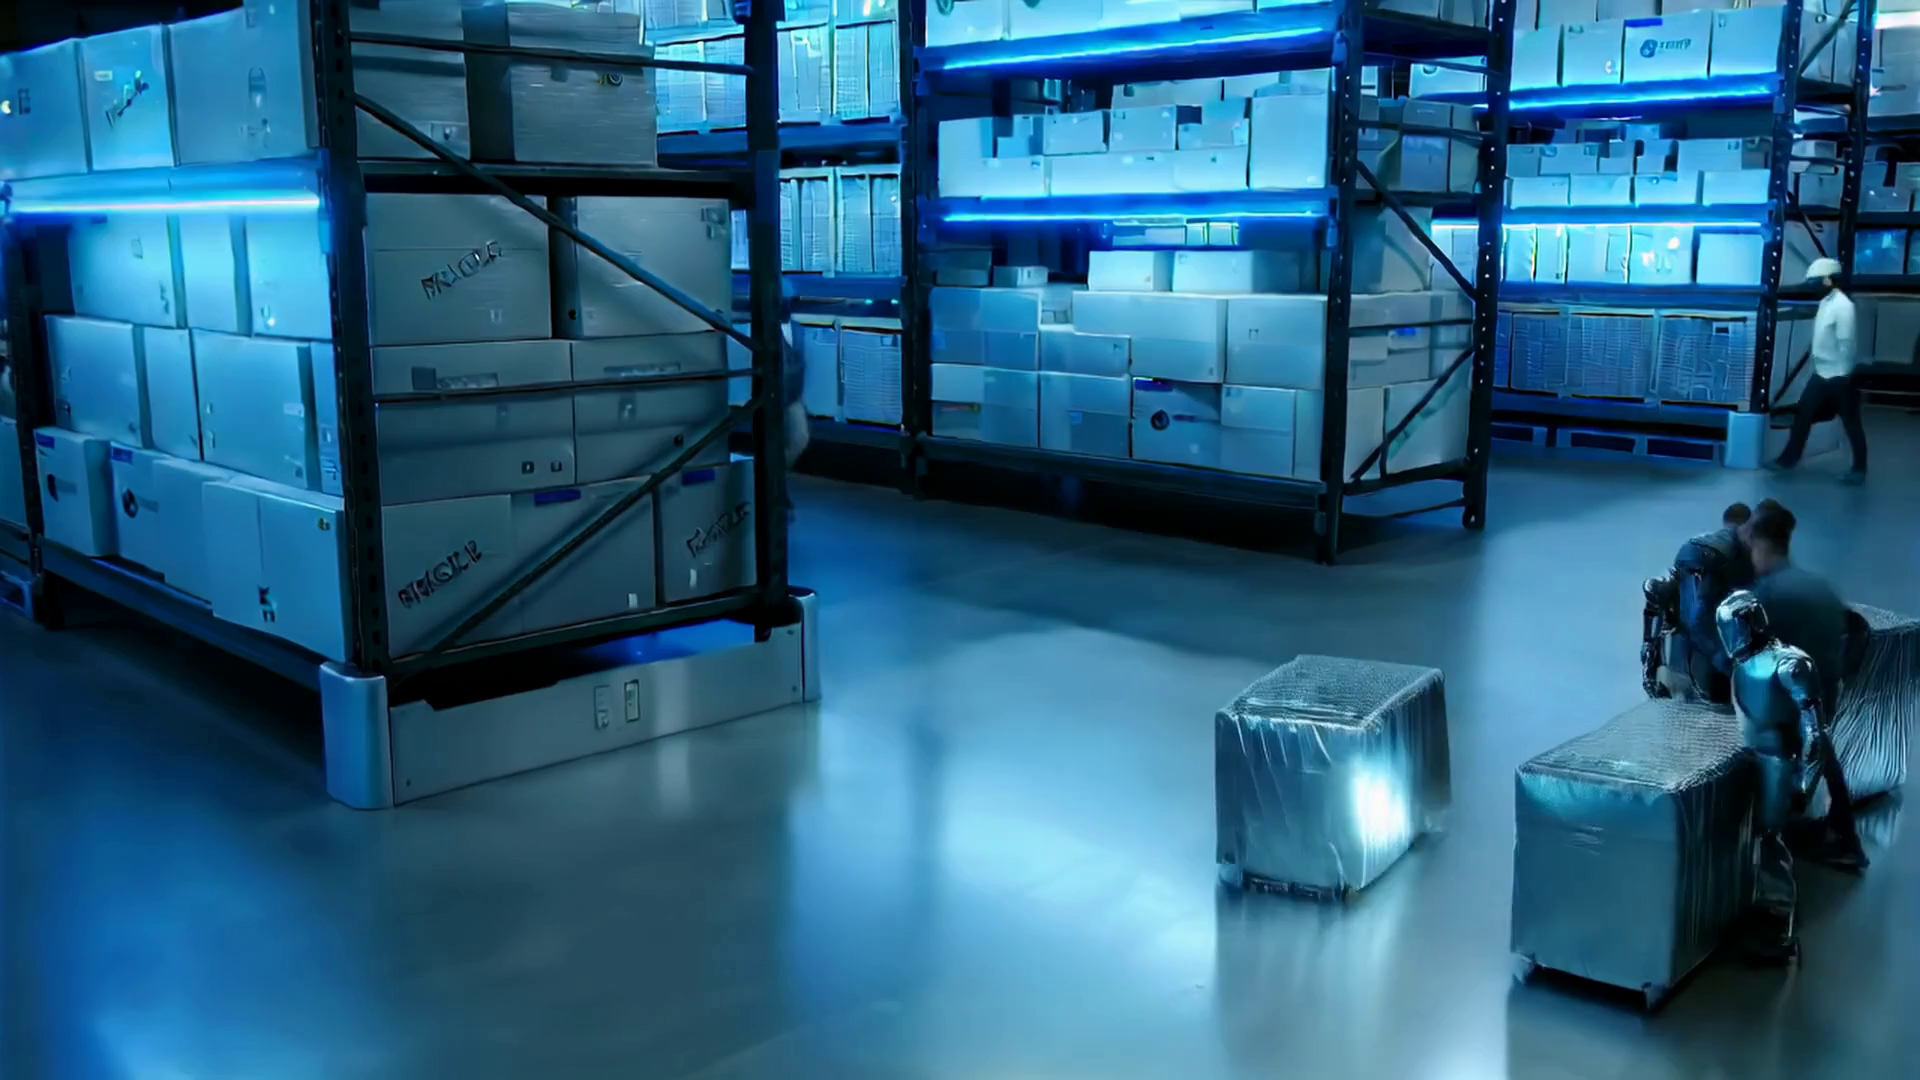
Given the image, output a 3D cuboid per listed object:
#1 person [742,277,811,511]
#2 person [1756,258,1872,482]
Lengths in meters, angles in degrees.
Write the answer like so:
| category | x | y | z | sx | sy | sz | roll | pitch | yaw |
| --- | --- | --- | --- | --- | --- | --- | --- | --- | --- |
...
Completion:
| category | x | y | z | sx | sy | sz | roll | pitch | yaw |
| --- | --- | --- | --- | --- | --- | --- | --- | --- | --- |
| person | -1.411 | -1.125 | 12.882 | 0.411 | 1.818 | 0.614 | 9 | 14 | 40 |
| person | 7.527 | -1.479 | 14.504 | 0.970 | 1.925 | 0.694 | 1 | 10 | 8 |
